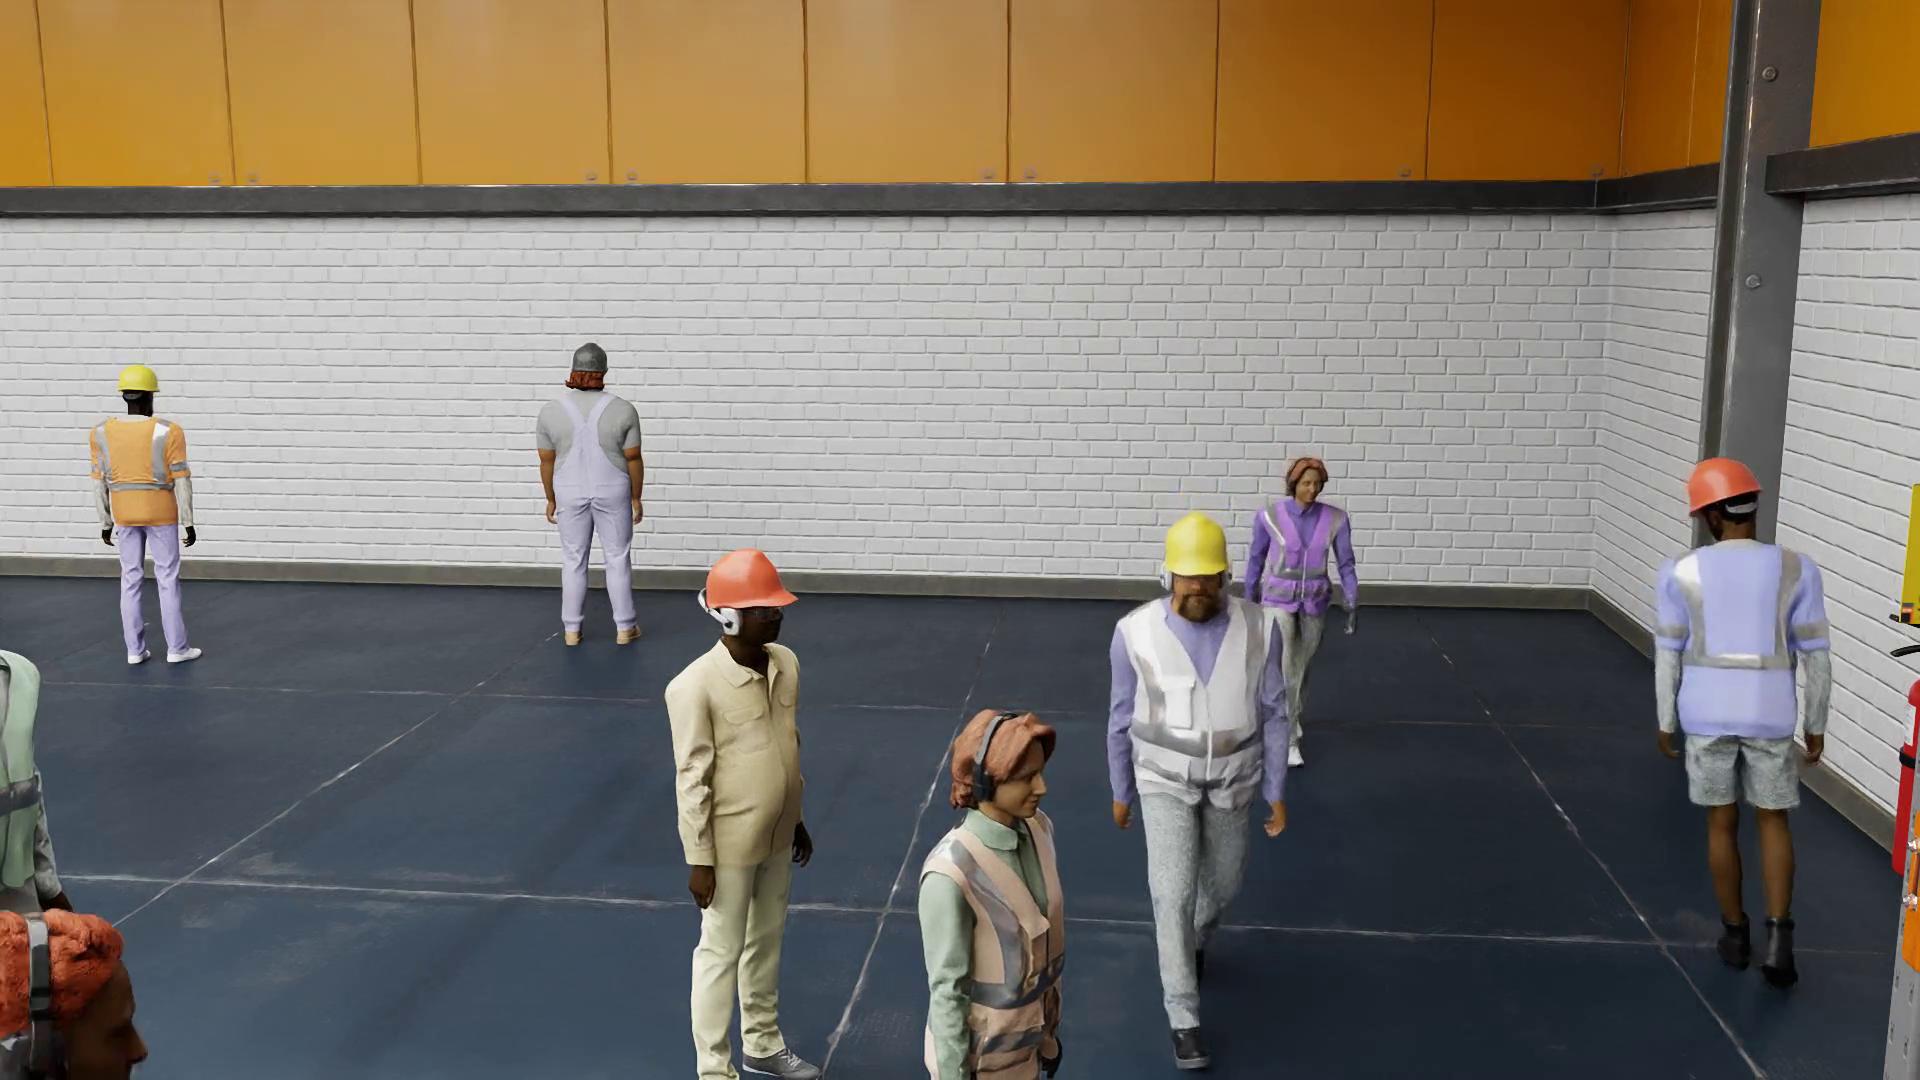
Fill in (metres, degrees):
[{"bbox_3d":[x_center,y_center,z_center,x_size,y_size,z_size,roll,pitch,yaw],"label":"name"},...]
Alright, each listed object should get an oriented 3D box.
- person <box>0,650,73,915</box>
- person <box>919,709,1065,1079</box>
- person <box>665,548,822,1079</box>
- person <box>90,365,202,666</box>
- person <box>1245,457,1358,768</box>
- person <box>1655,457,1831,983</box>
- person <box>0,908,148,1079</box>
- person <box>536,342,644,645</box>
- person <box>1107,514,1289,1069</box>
[{"bbox_3d":[-2.578,0.948,4.335,0.391,1.920,0.593,1,10,7],"label":"person"},{"bbox_3d":[0.077,1.184,3.791,0.308,1.637,0.516,5,11,26],"label":"person"},{"bbox_3d":[-0.647,0.892,5.116,0.320,1.755,0.568,6,11,29],"label":"person"},{"bbox_3d":[-5.184,-0.152,10.611,0.595,1.923,0.374,-1,10,-5],"label":"person"},{"bbox_3d":[1.789,0.342,8.752,0.540,1.583,0.878,-1,10,-4],"label":"person"},{"bbox_3d":[2.838,0.658,6.078,0.595,1.894,0.575,4,11,22],"label":"person"},{"bbox_3d":[-1.157,1.391,2.018,0.342,1.859,0.734,-2,10,-9],"label":"person"},{"bbox_3d":[-2.460,-0.312,11.196,0.689,2.000,0.539,-1,10,-4],"label":"person"},{"bbox_3d":[0.793,0.785,5.614,0.593,1.802,0.801,-1,10,-3],"label":"person"}]
